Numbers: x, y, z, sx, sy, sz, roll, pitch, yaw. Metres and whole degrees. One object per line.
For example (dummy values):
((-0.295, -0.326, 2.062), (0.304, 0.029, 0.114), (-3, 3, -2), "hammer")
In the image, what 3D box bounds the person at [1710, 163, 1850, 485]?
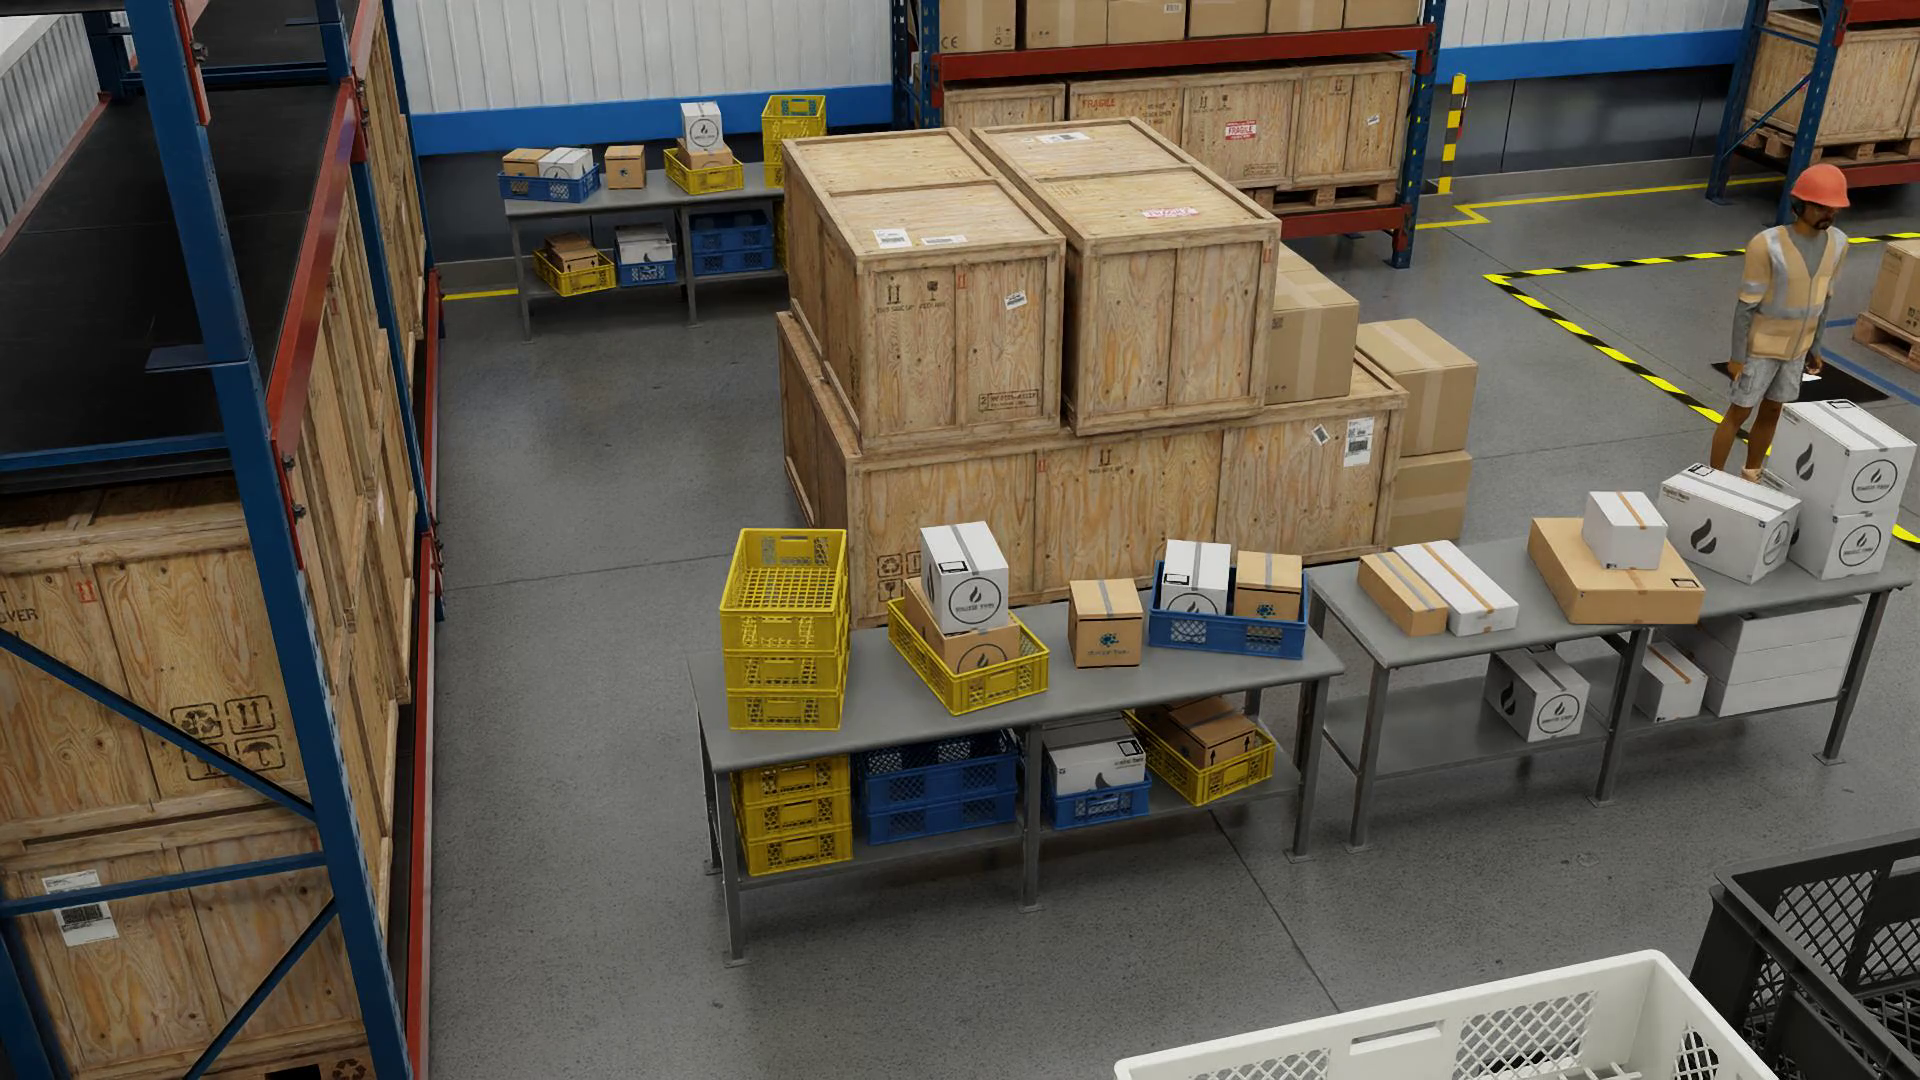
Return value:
((4.551, -1.081, 9.239), (0.605, 2.047, 0.366), (-8, 30, -14), "person")
